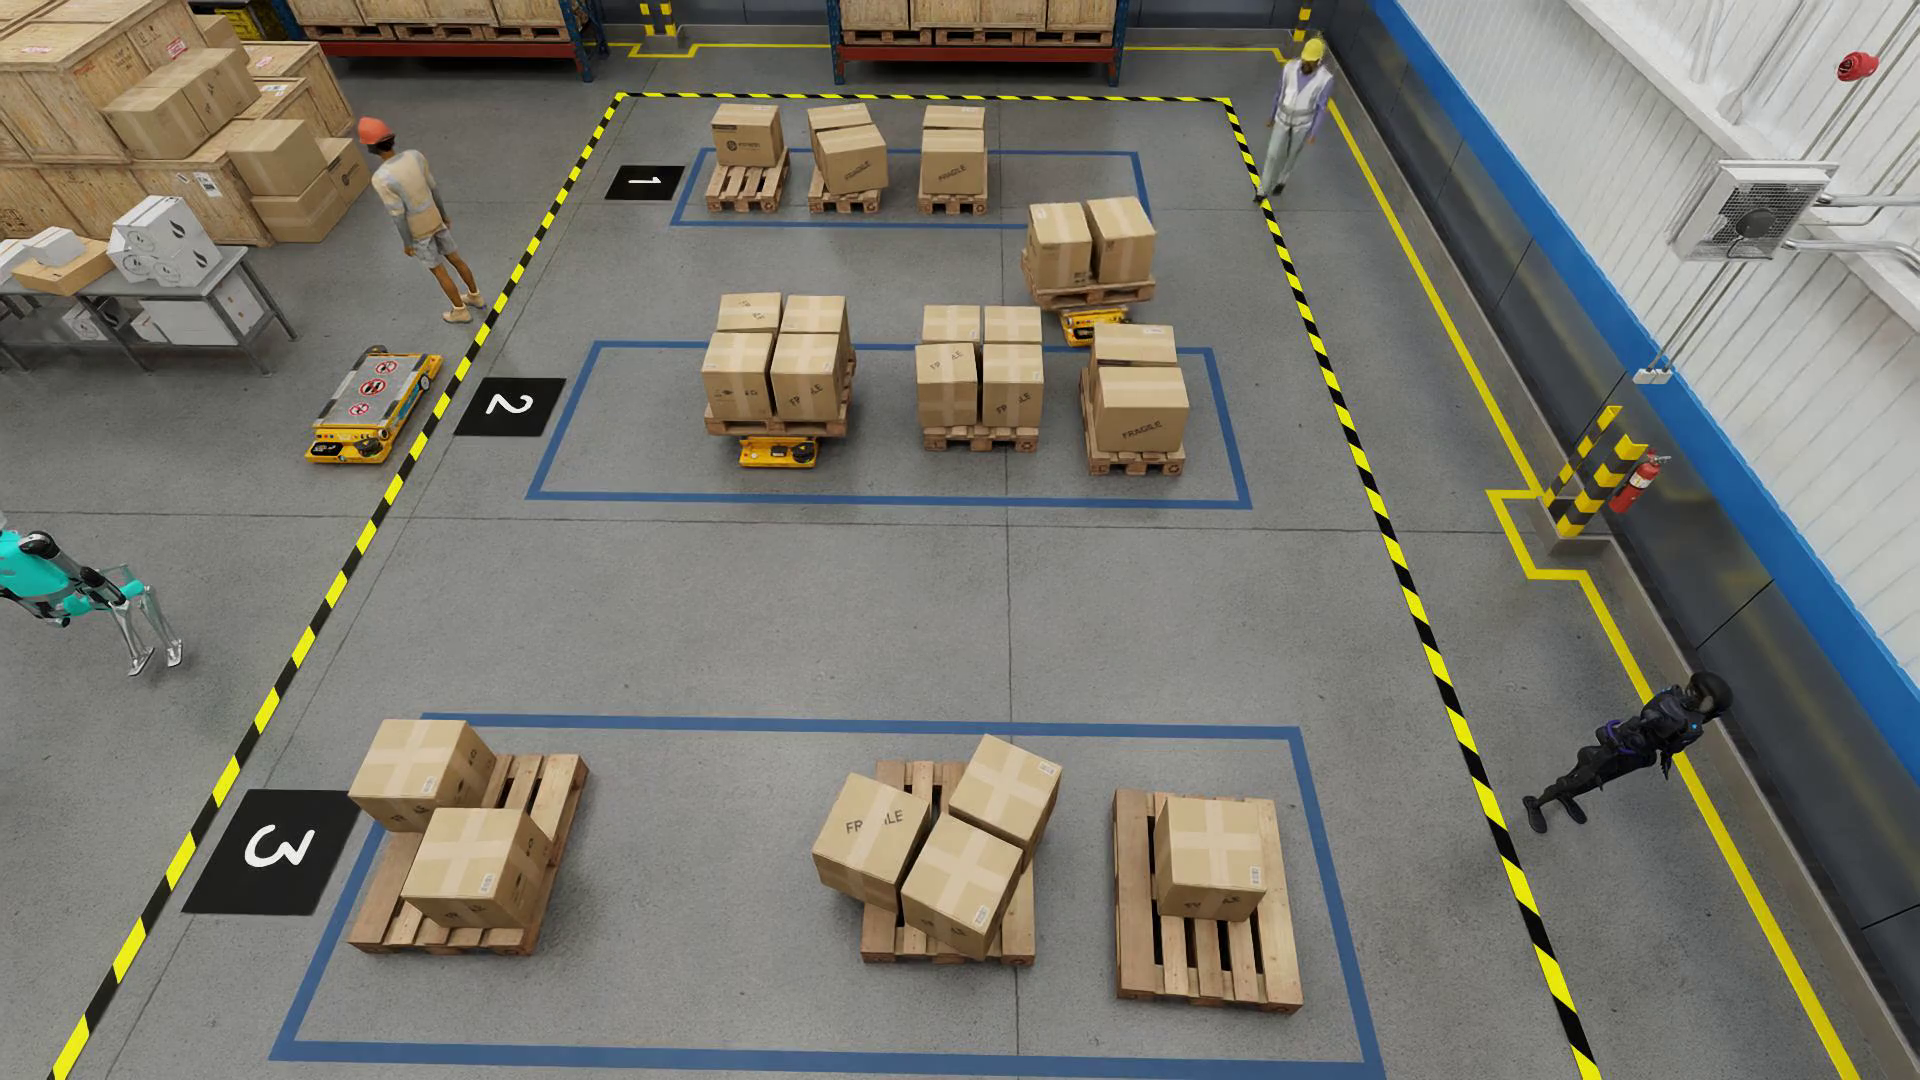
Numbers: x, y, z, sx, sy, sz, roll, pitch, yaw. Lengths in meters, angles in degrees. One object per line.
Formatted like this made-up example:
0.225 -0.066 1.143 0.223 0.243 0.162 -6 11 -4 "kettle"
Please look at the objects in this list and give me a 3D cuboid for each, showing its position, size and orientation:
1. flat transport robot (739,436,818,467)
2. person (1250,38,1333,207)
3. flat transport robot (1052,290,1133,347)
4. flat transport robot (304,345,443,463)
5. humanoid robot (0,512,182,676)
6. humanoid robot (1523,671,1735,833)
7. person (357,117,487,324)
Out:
-1.582 -1.235 8.394 0.652 0.197 1.431 1 50 1 "flat transport robot"
3.713 -4.630 10.281 0.624 1.792 0.872 22 53 18 "person"
1.301 -2.545 9.503 0.652 0.197 1.431 -6 50 -5 "flat transport robot"
-5.383 -1.269 8.441 0.659 0.231 1.431 1 50 1 "flat transport robot"
-5.834 0.259 6.099 0.533 1.675 0.735 -11 51 -9 "humanoid robot"
3.920 1.256 5.370 0.599 1.659 0.315 -7 50 -6 "humanoid robot"
-5.148 -3.007 8.752 0.388 2.038 0.613 12 51 10 "person"
